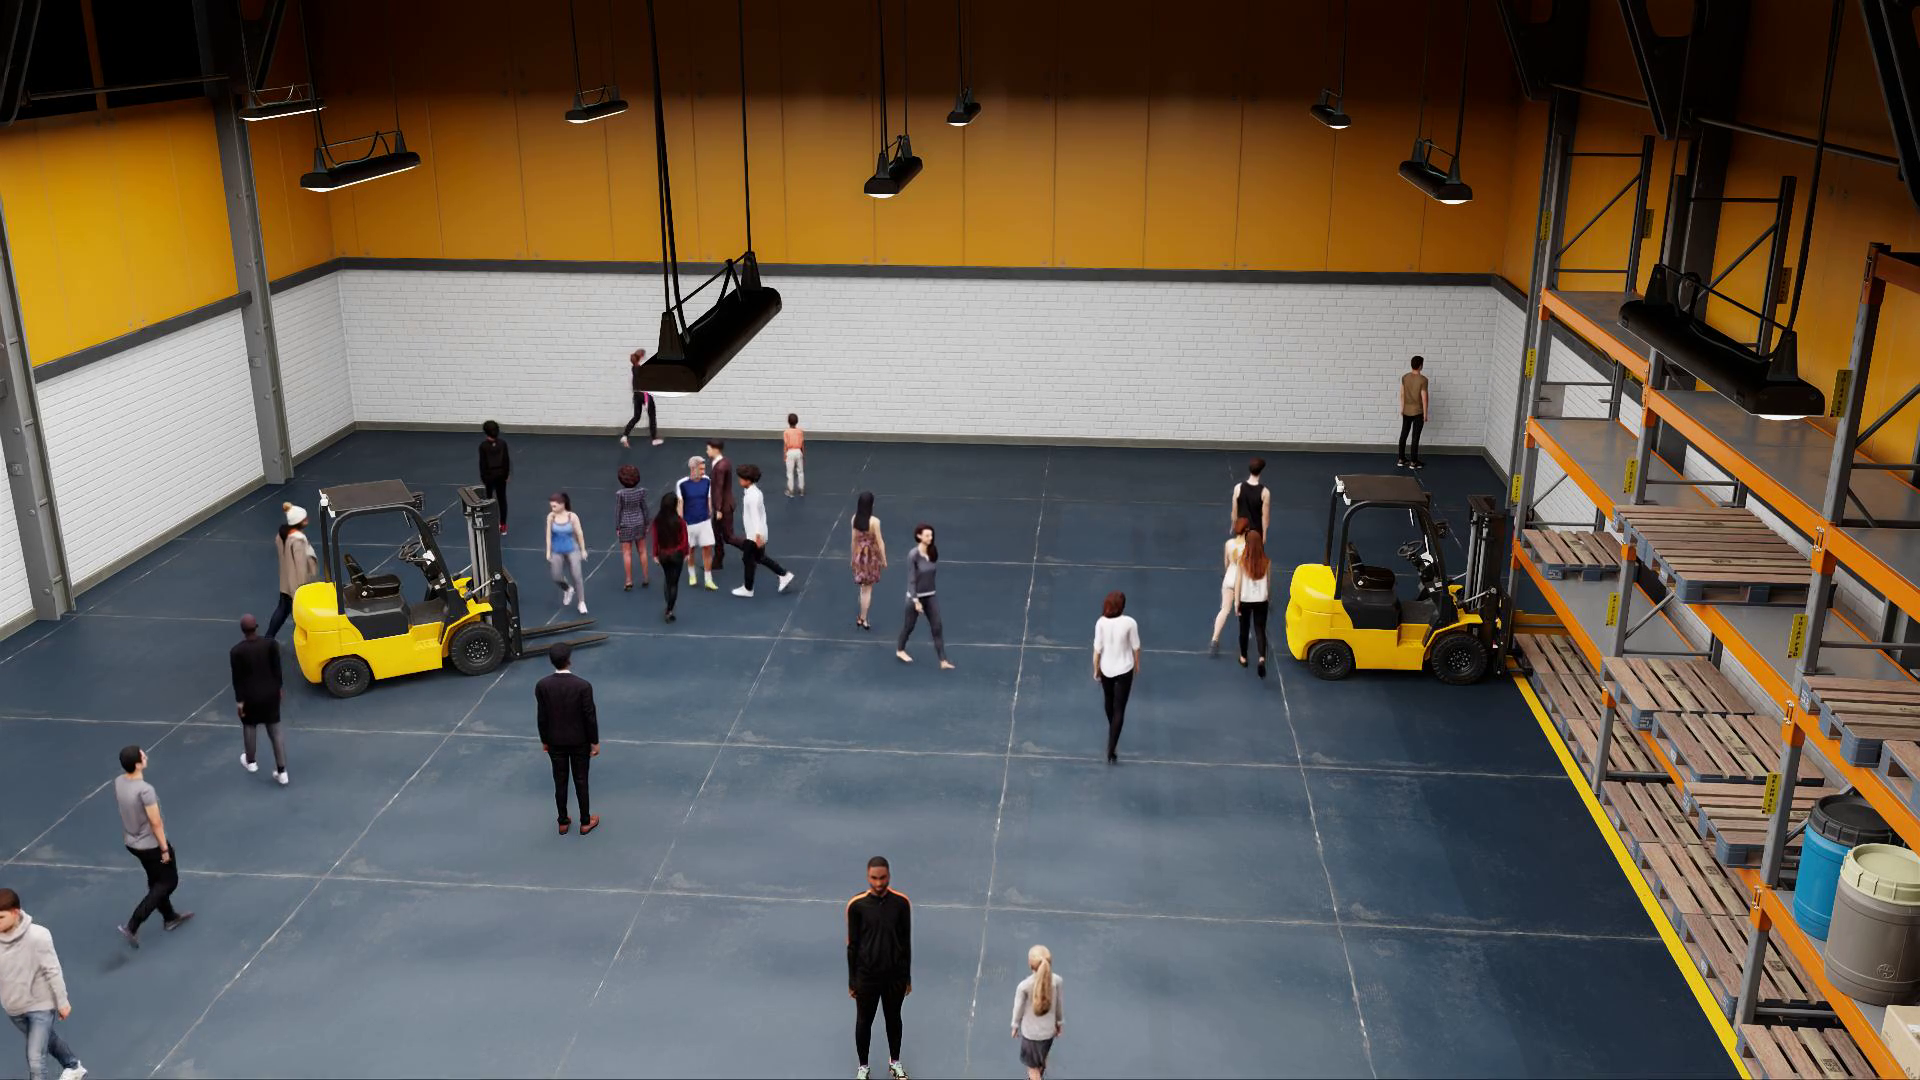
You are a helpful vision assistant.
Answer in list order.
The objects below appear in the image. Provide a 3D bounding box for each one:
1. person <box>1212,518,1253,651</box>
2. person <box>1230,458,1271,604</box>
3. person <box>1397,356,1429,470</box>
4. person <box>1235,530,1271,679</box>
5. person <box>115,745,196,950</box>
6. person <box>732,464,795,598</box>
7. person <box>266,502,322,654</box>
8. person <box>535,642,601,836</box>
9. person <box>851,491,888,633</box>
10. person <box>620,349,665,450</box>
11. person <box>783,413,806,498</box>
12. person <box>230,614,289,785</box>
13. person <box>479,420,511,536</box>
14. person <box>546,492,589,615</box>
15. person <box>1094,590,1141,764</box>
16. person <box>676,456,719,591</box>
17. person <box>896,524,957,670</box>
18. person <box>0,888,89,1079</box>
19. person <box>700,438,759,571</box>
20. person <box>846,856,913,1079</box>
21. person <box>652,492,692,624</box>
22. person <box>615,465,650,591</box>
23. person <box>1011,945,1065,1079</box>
[{"bbox_3d":[3.245,0.543,19.719,0.846,1.615,1.072,12,22,31],"label":"person"},{"bbox_3d":[3.661,-0.092,21.211,0.874,1.868,1.151,7,20,21],"label":"person"},{"bbox_3d":[7.414,-2.106,27.214,0.799,1.852,0.736,-15,23,-37],"label":"person"},{"bbox_3d":[3.368,0.750,18.970,0.622,1.702,0.994,0,19,0],"label":"person"},{"bbox_3d":[-6.727,2.522,13.653,0.886,1.737,1.075,10,21,28],"label":"person"},{"bbox_3d":[-2.547,-0.114,21.407,0.794,1.784,1.008,-3,19,-8],"label":"person"},{"bbox_3d":[-7.889,0.478,19.531,1.179,1.858,1.323,13,22,33],"label":"person"},{"bbox_3d":[-3.644,1.842,15.445,0.713,1.882,0.555,0,19,1],"label":"person"},{"bbox_3d":[-1.183,0.293,20.232,0.796,1.762,0.858,14,23,35],"label":"person"},{"bbox_3d":[-5.464,-2.366,28.197,0.969,1.717,1.154,15,23,37],"label":"person"},{"bbox_3d":[-2.567,-1.322,25.737,0.557,1.308,0.579,-8,20,-21],"label":"person"},{"bbox_3d":[-6.875,1.594,16.410,1.044,1.734,1.092,-17,25,-40],"label":"person"},{"bbox_3d":[-6.652,-0.879,23.873,0.811,1.659,0.880,-11,21,-29],"label":"person"},{"bbox_3d":[-4.970,0.151,20.930,0.695,1.585,0.714,-3,19,-9],"label":"person"},{"bbox_3d":[1.582,1.427,16.914,0.779,1.730,1.187,5,19,16],"label":"person"},{"bbox_3d":[-3.499,-0.261,21.813,0.895,1.803,1.014,-7,20,-19],"label":"person"},{"bbox_3d":[-0.523,0.654,19.219,1.099,1.723,1.138,-16,24,-40],"label":"person"},{"bbox_3d":[-6.404,3.194,11.570,0.694,1.792,1.222,1,19,4],"label":"person"},{"bbox_3d":[-3.087,-0.449,22.317,0.898,1.837,1.097,-3,19,-9],"label":"person"},{"bbox_3d":[-0.574,3.078,11.890,0.676,1.808,0.632,-4,19,-12],"label":"person"},{"bbox_3d":[-3.588,0.250,20.553,0.620,1.639,0.634,4,19,12],"label":"person"},{"bbox_3d":[-4.267,-0.157,21.665,0.701,1.700,0.733,-11,22,-30],"label":"person"},{"bbox_3d":[0.562,3.445,11.664,0.701,1.257,0.848,-6,20,-18],"label":"person"}]
